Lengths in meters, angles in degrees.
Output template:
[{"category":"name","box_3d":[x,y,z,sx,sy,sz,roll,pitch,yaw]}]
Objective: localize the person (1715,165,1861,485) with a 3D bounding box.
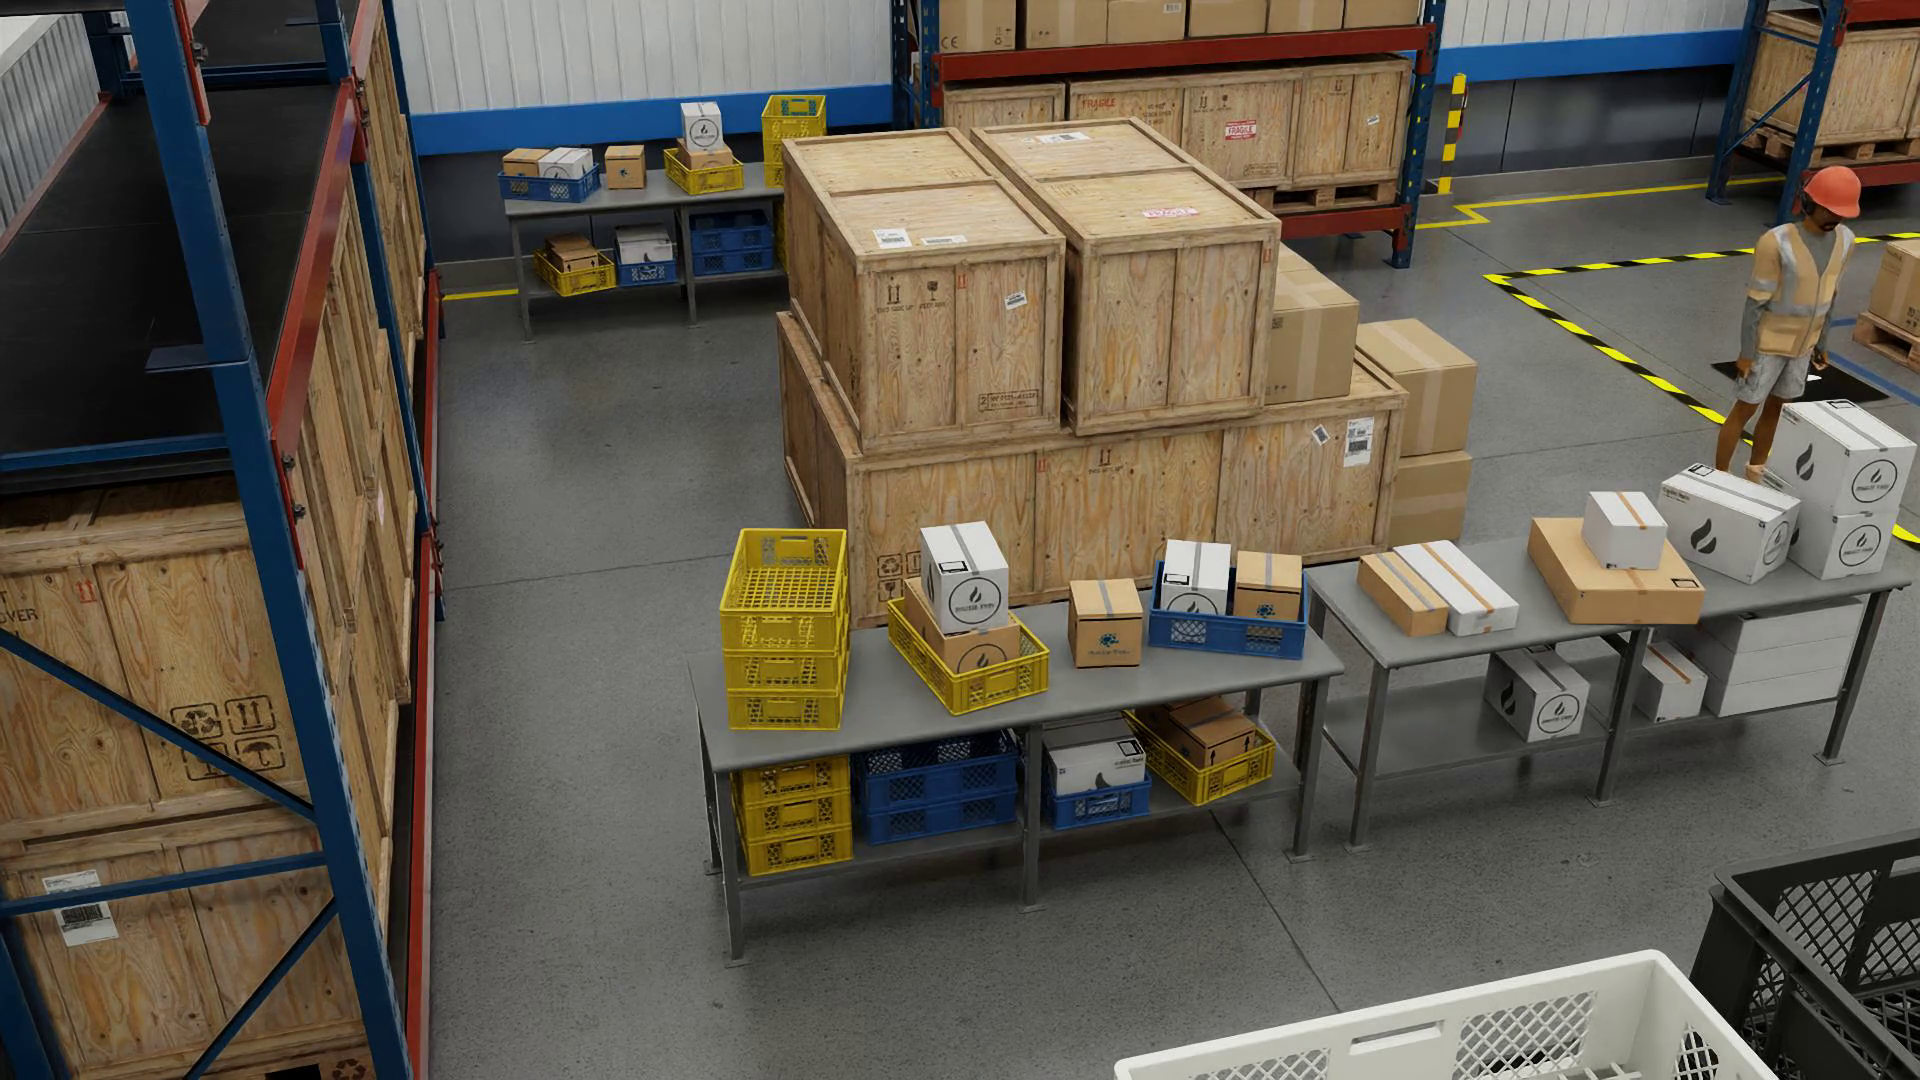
[{"category":"person","box_3d":[4.614,-1.093,9.273,0.604,2.034,0.392,-8,30,-14]}]
